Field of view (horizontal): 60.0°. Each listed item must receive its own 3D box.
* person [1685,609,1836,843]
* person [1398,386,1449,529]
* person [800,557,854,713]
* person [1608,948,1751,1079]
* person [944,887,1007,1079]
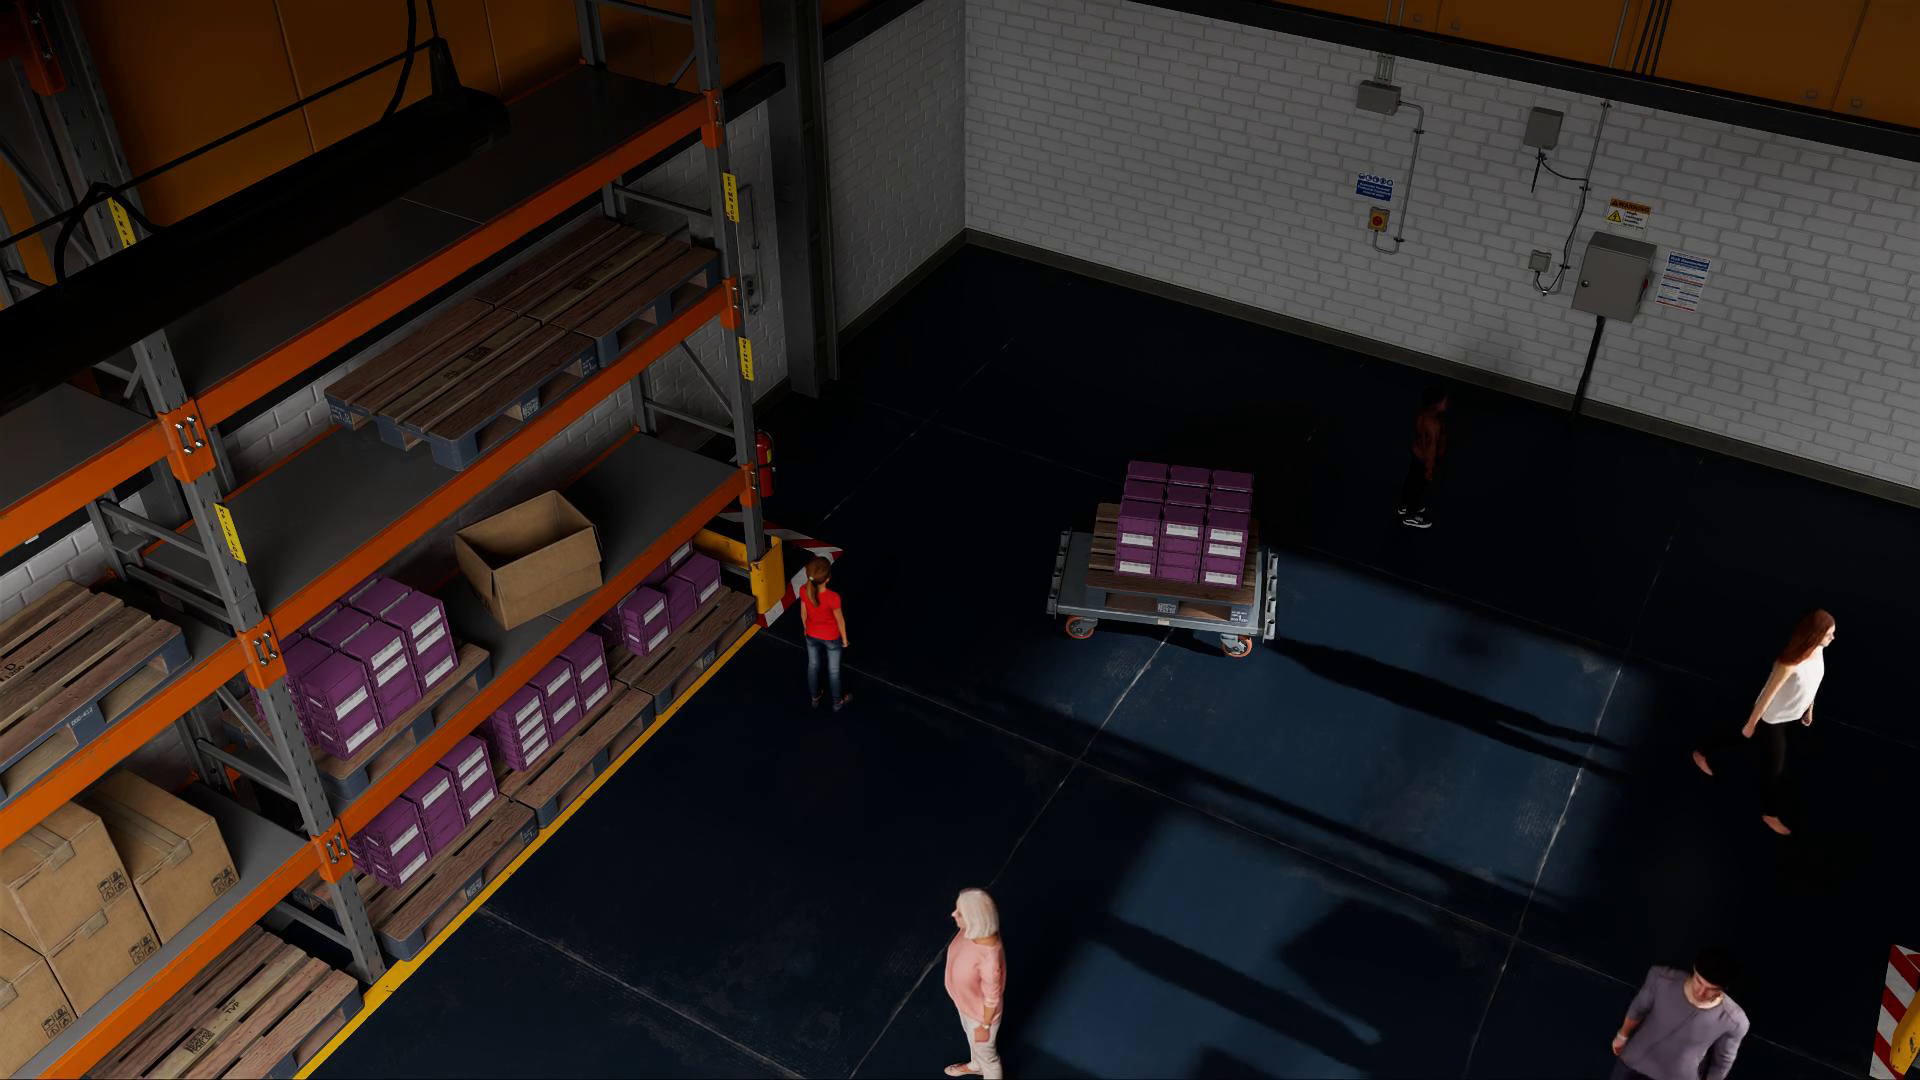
[{"bbox_3d":[5.099,1.062,10.584,1.102,1.681,0.896,-29,47,-31],"label":"person"},{"bbox_3d":[3.652,-0.676,13.102,0.651,1.254,0.545,0,39,0],"label":"person"},{"bbox_3d":[-0.939,0.645,11.402,0.518,1.310,0.530,14,41,17],"label":"person"},{"bbox_3d":[3.628,2.628,8.497,0.789,1.839,0.855,31,48,33],"label":"person"},{"bbox_3d":[0.097,2.431,8.835,0.733,1.725,0.677,-10,40,-13],"label":"person"}]
